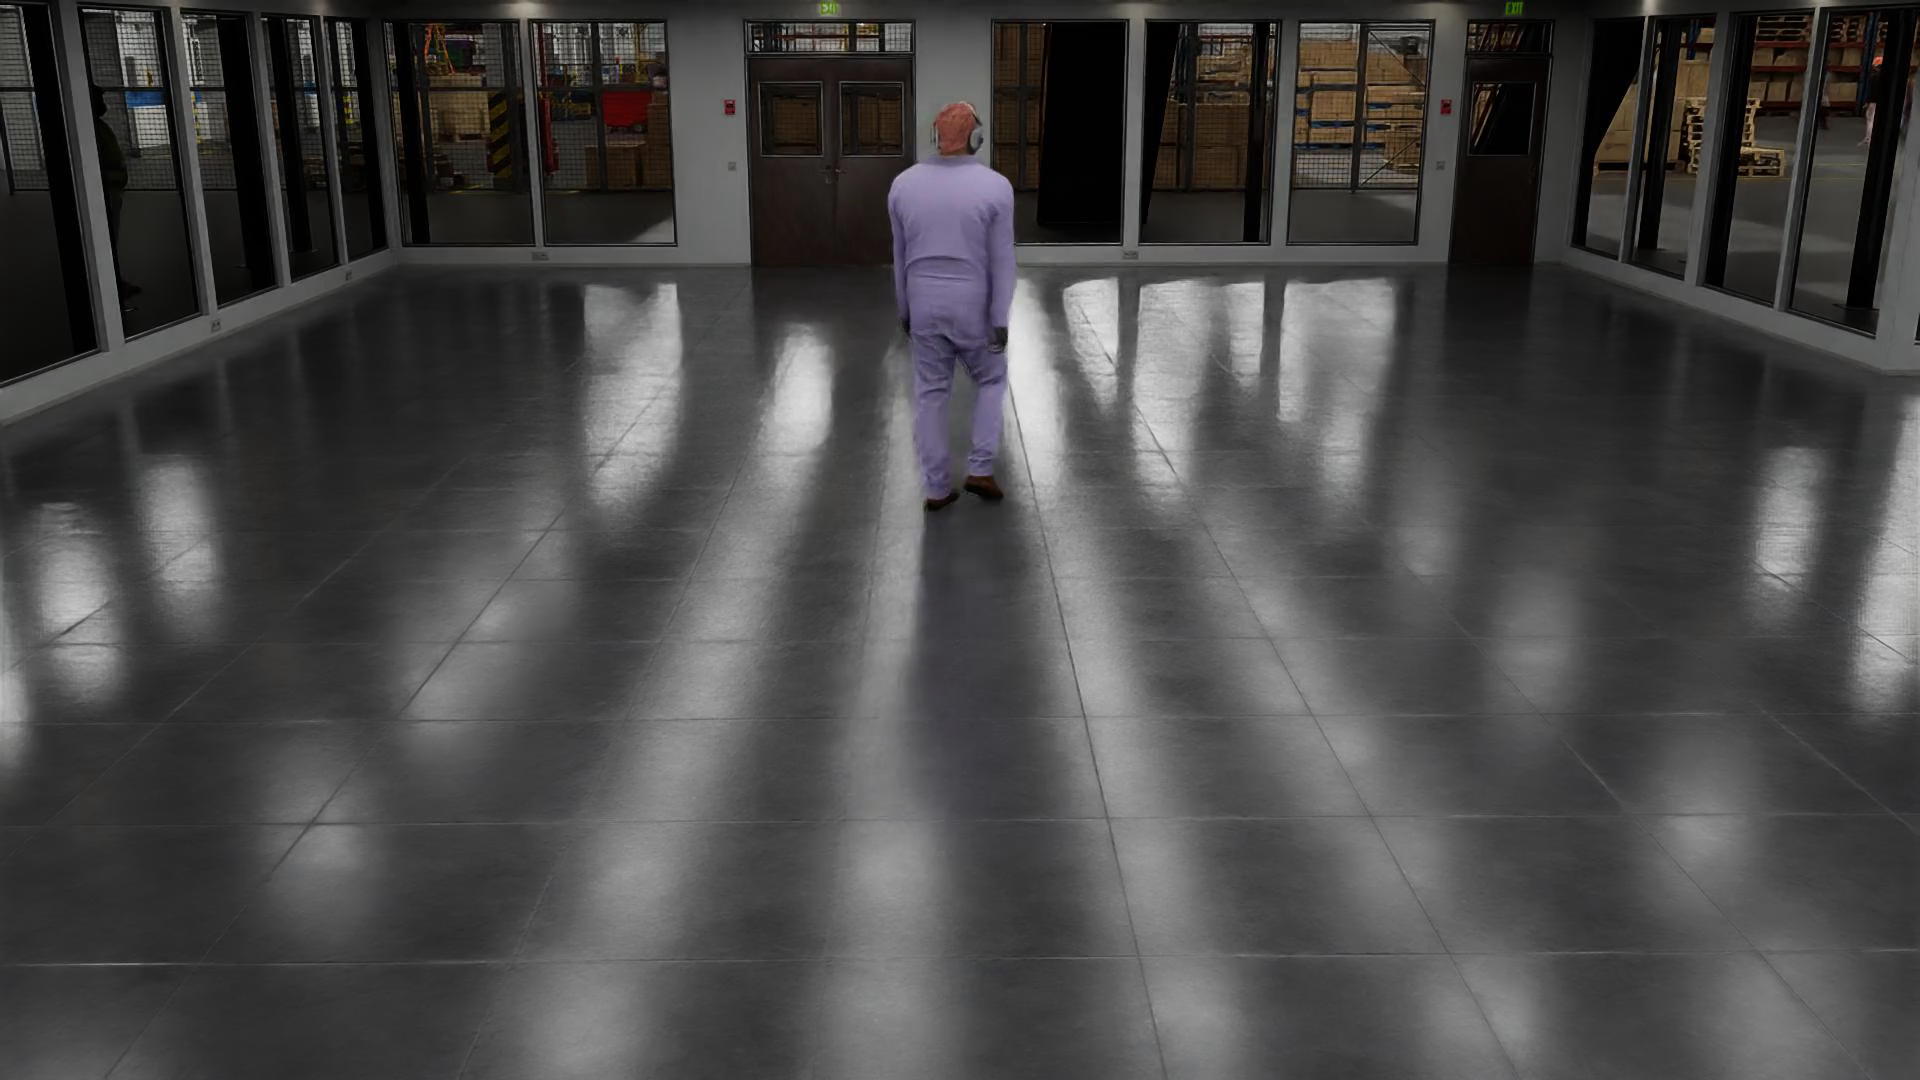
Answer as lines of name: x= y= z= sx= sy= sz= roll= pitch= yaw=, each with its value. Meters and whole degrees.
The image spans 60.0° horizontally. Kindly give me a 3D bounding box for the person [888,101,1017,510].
person: x=-0.017 y=-1.084 z=7.819 sx=0.644 sy=1.890 sz=0.511 roll=6 pitch=17 yaw=18
